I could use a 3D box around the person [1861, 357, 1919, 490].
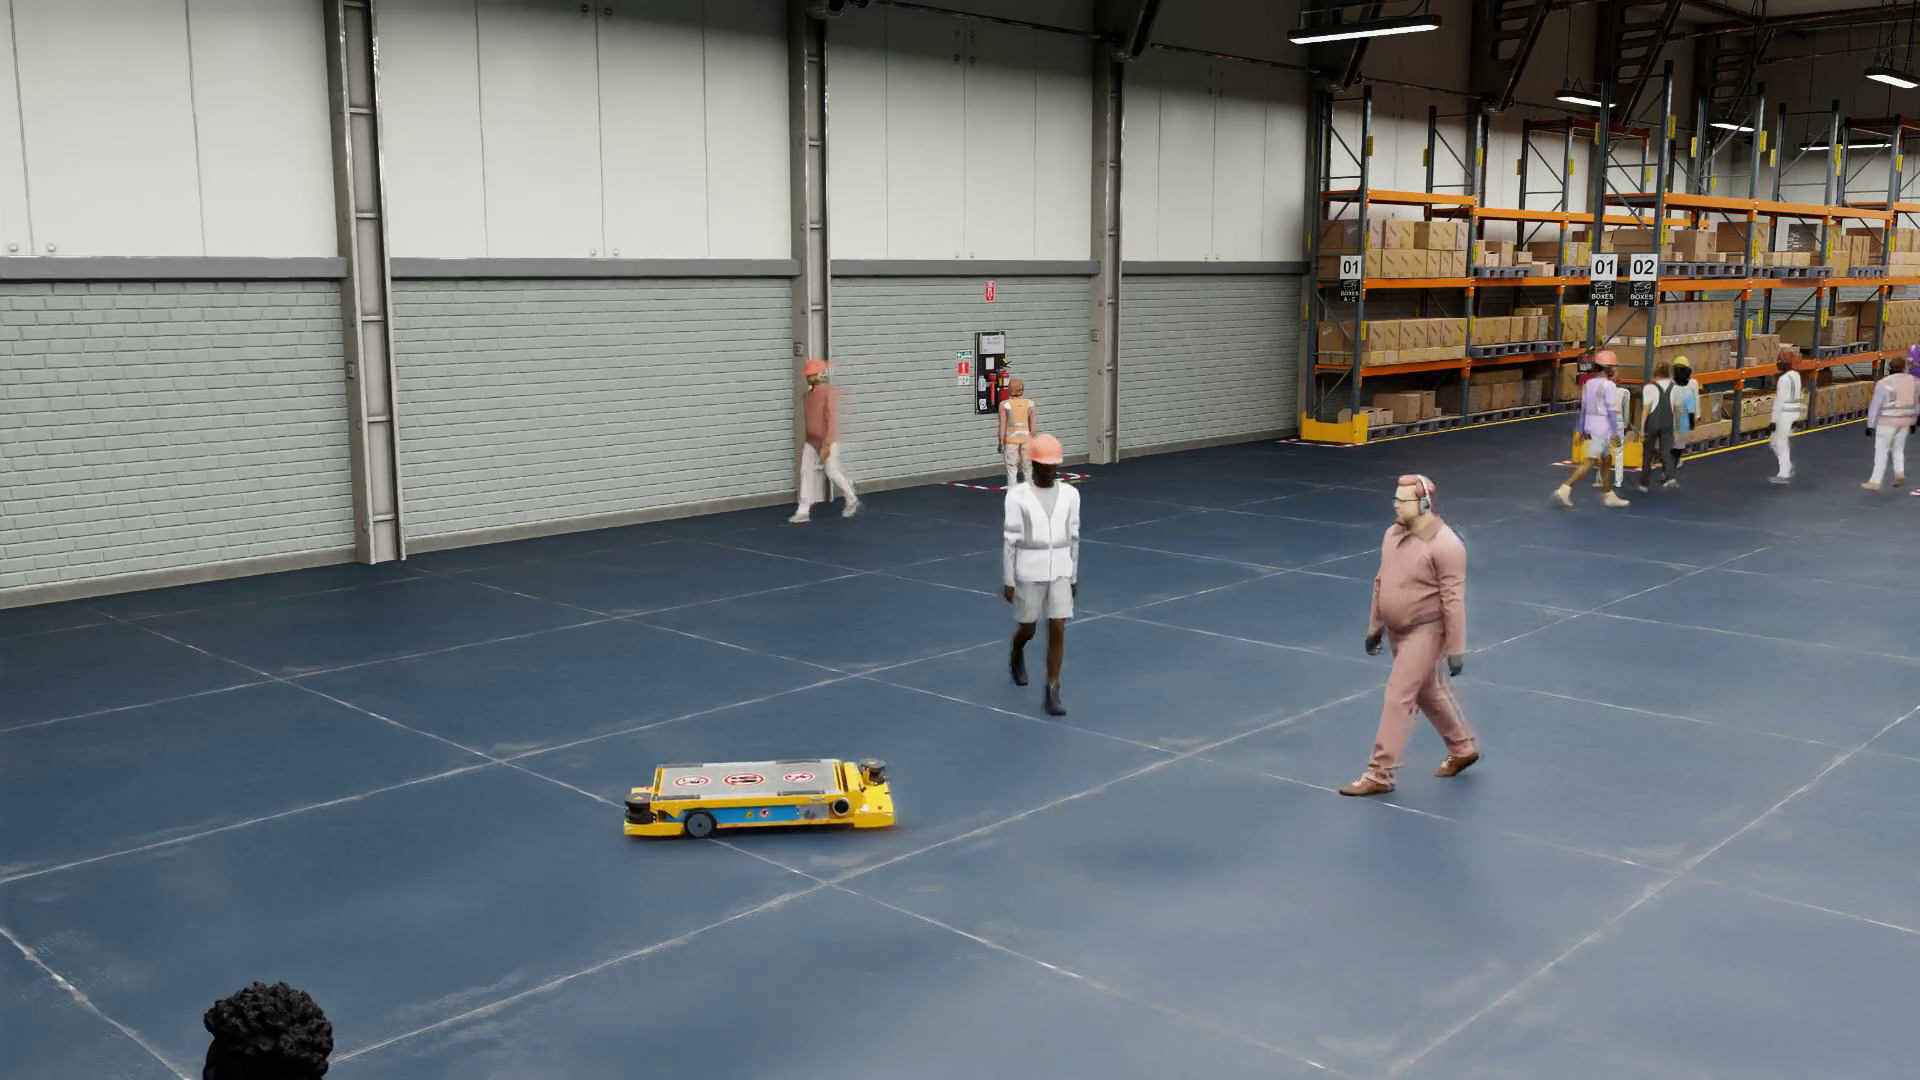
[{"bbox_3d":[12.677,-1.577,22.615,0.690,1.823,0.434,-1,9,-8],"label":"person"}]

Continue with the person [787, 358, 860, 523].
[{"bbox_3d":[-1.625,-1.199,19.925,0.615,1.965,0.945,9,13,44],"label":"person"}]

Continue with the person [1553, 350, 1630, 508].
[{"bbox_3d":[7.986,-1.390,20.971,1.002,2.007,0.605,-1,9,-3],"label":"person"}]

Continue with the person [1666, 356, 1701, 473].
[{"bbox_3d":[10.662,-1.856,24.668,0.923,1.721,0.527,-8,12,-42],"label":"person"}]

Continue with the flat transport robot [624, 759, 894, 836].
[{"bbox_3d":[-1.104,1.406,9.164,1.431,0.197,0.652,-1,9,-7],"label":"flat transport robot"}]

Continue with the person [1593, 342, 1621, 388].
[{"bbox_3d":[12.335,-3.024,31.703,0.542,1.727,0.831,8,12,41],"label":"person"}]

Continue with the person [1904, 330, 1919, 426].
[{"bbox_3d":[18.366,-3.113,31.795,0.570,1.883,0.987,7,12,37],"label":"person"}]

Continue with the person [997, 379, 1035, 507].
[{"bbox_3d":[0.716,-1.217,21.003,0.515,1.636,0.314,-4,10,-21],"label":"person"}]

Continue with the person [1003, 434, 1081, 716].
[{"bbox_3d":[0.552,0.208,11.475,0.555,1.916,0.777,-2,10,-15],"label":"person"}]

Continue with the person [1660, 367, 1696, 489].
[{"bbox_3d":[9.810,-1.529,22.739,0.444,1.676,0.564,-4,10,-25],"label":"person"}]

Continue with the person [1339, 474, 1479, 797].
[{"bbox_3d":[2.675,0.534,9.656,0.977,1.867,0.662,-3,10,-16],"label":"person"}]

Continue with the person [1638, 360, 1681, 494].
[{"bbox_3d":[9.335,-1.479,22.123,0.563,1.808,0.870,1,9,3],"label":"person"}]

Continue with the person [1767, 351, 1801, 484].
[{"bbox_3d":[11.533,-1.715,23.320,0.423,1.868,0.602,9,13,43],"label":"person"}]

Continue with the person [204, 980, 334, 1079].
[{"bbox_3d":[-1.296,1.668,3.232,0.318,1.697,0.533,-8,12,-41],"label":"person"}]

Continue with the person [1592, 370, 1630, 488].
[{"bbox_3d":[8.930,-1.522,22.843,0.513,1.642,0.313,0,9,0],"label":"person"}]
